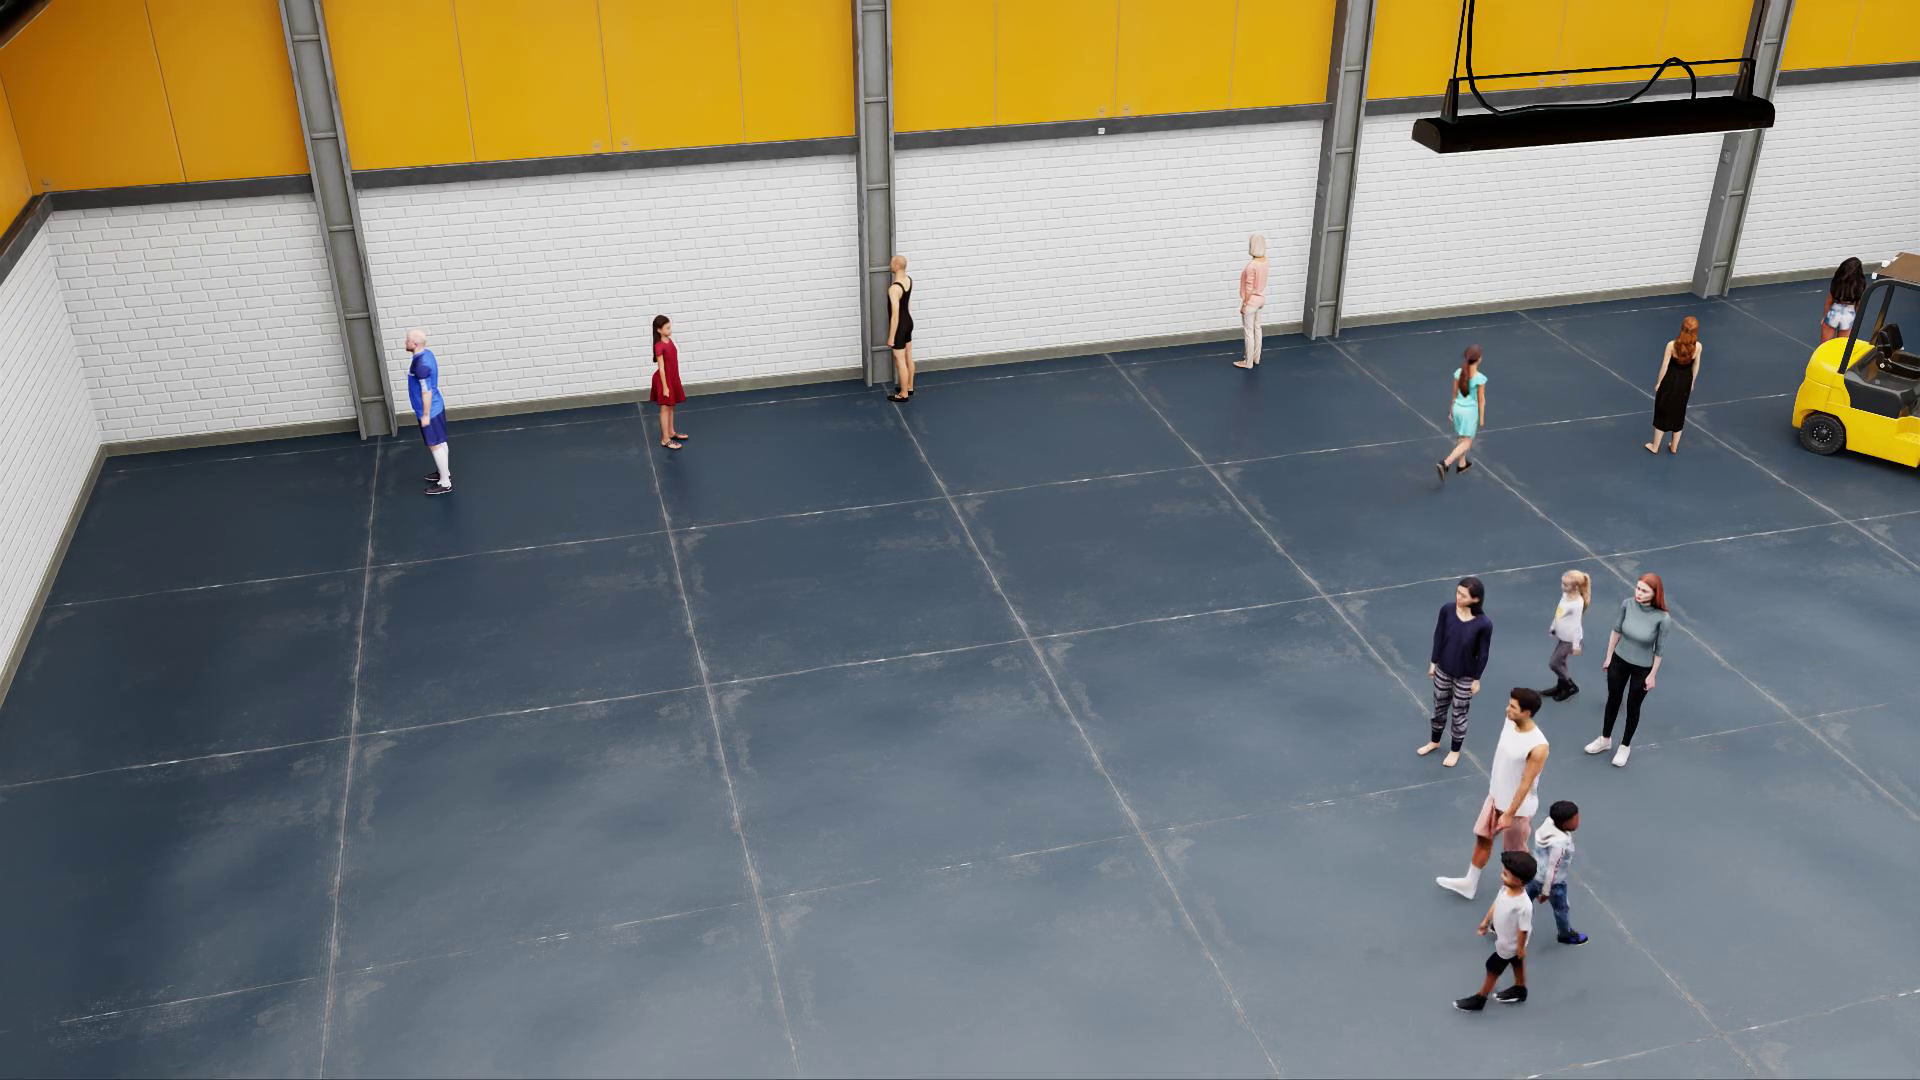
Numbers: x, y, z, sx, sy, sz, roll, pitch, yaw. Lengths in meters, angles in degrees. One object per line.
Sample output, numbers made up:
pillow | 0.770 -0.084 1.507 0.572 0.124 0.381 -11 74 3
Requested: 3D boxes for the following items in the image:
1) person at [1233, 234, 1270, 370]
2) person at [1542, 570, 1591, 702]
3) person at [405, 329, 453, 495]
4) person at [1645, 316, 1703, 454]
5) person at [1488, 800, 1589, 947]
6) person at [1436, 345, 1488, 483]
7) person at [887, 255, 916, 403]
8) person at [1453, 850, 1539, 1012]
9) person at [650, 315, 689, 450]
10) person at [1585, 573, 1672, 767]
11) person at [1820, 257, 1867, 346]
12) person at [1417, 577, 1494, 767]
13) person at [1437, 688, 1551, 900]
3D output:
person | 3.673 -3.000 20.836 0.745 1.725 0.655 20 35 33
person | 5.284 0.832 14.290 0.613 1.267 0.596 2 29 5
person | -5.679 -1.397 17.778 0.555 1.842 0.662 -7 29 -12
person | 8.018 -1.737 18.626 0.597 1.625 0.703 1 29 1
person | 4.024 2.323 11.596 0.940 1.230 0.622 0 29 1
person | 5.449 -1.351 18.007 1.021 1.541 0.763 -20 34 -32
person | -0.696 -2.533 19.886 0.735 1.815 0.715 11 30 19
person | 3.737 2.605 11.078 0.798 1.231 0.572 -2 29 -4
person | -3.331 -1.815 18.844 0.705 1.554 0.643 4 29 8
person | 5.430 1.032 13.427 0.664 1.742 0.663 -22 36 -35
person | 10.748 -2.670 20.336 0.645 1.626 0.721 10 30 18
person | 4.022 1.036 13.430 0.678 1.732 0.684 24 37 37
person | 4.018 1.847 11.908 0.954 1.765 0.688 -10 30 -17
